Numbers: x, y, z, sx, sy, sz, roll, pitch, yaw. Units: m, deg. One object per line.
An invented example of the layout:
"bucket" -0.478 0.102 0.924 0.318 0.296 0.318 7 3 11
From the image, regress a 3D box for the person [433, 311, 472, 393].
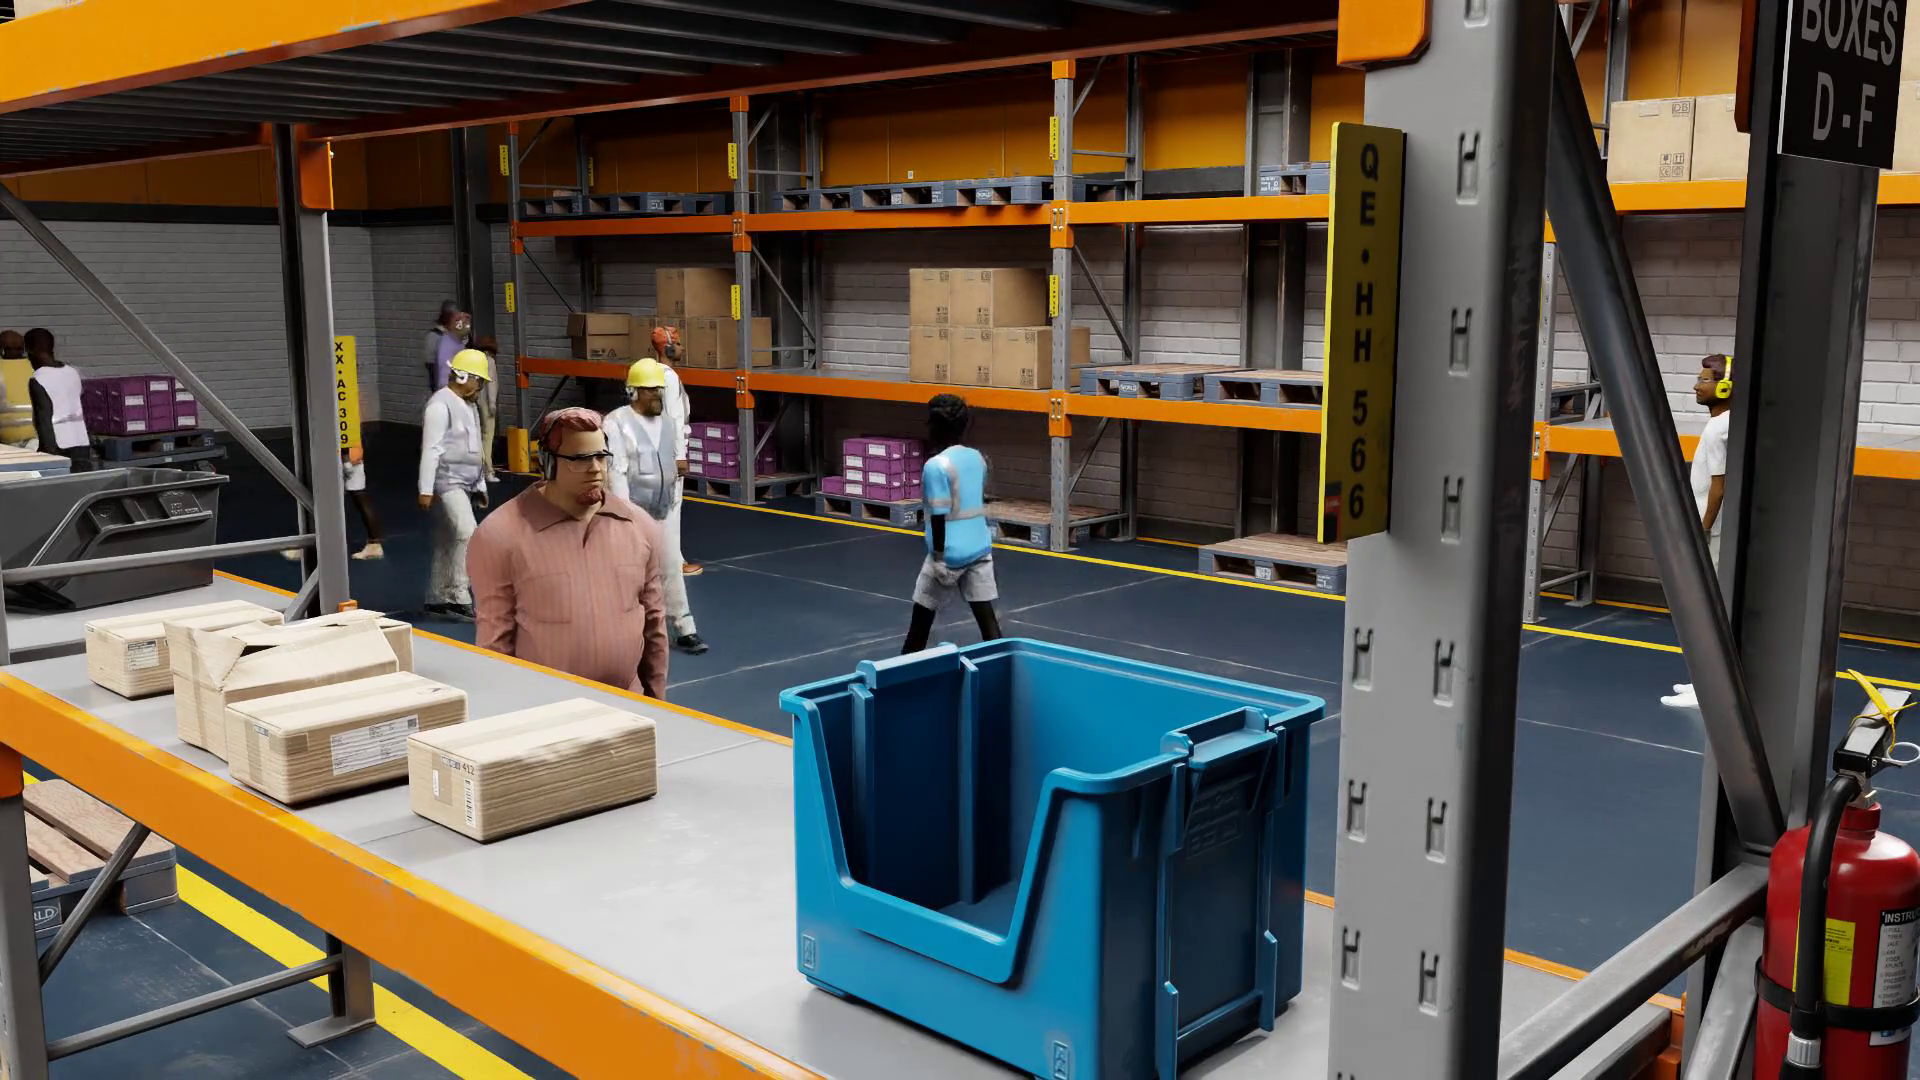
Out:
"person" -5.296 -1.451 17.429 0.422 1.870 0.728 -1 9 -8

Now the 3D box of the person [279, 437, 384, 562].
"person" -4.972 -0.635 13.070 0.831 1.661 0.542 -2 9 -11

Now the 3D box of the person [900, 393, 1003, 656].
"person" -0.097 0.059 8.797 0.868 1.652 0.545 6 11 34

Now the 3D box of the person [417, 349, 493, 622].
"person" -3.280 -0.351 10.943 0.609 1.783 0.664 1 9 3

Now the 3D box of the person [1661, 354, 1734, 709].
"person" 3.955 -0.041 8.773 0.322 1.876 0.531 7 11 36

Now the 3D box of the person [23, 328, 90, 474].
"person" -6.897 -0.707 12.892 0.776 1.874 0.595 0 9 2

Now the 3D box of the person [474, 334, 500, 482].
"person" -5.164 -1.449 18.216 0.295 1.610 0.618 -6 11 -34

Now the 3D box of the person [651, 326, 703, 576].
"person" -2.199 -0.668 12.590 0.353 1.884 0.577 -5 11 -29

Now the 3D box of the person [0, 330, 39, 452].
"person" -8.092 -0.920 14.391 0.628 1.798 0.912 -8 12 -41

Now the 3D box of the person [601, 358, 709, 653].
"person" -1.933 -0.211 10.123 0.946 1.788 0.585 9 13 43

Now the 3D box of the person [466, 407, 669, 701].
"person" -1.182 0.535 5.190 0.636 1.899 0.401 -7 12 -37

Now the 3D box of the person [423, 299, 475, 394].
"person" -5.621 -1.705 18.467 0.638 2.000 0.738 5 10 27
